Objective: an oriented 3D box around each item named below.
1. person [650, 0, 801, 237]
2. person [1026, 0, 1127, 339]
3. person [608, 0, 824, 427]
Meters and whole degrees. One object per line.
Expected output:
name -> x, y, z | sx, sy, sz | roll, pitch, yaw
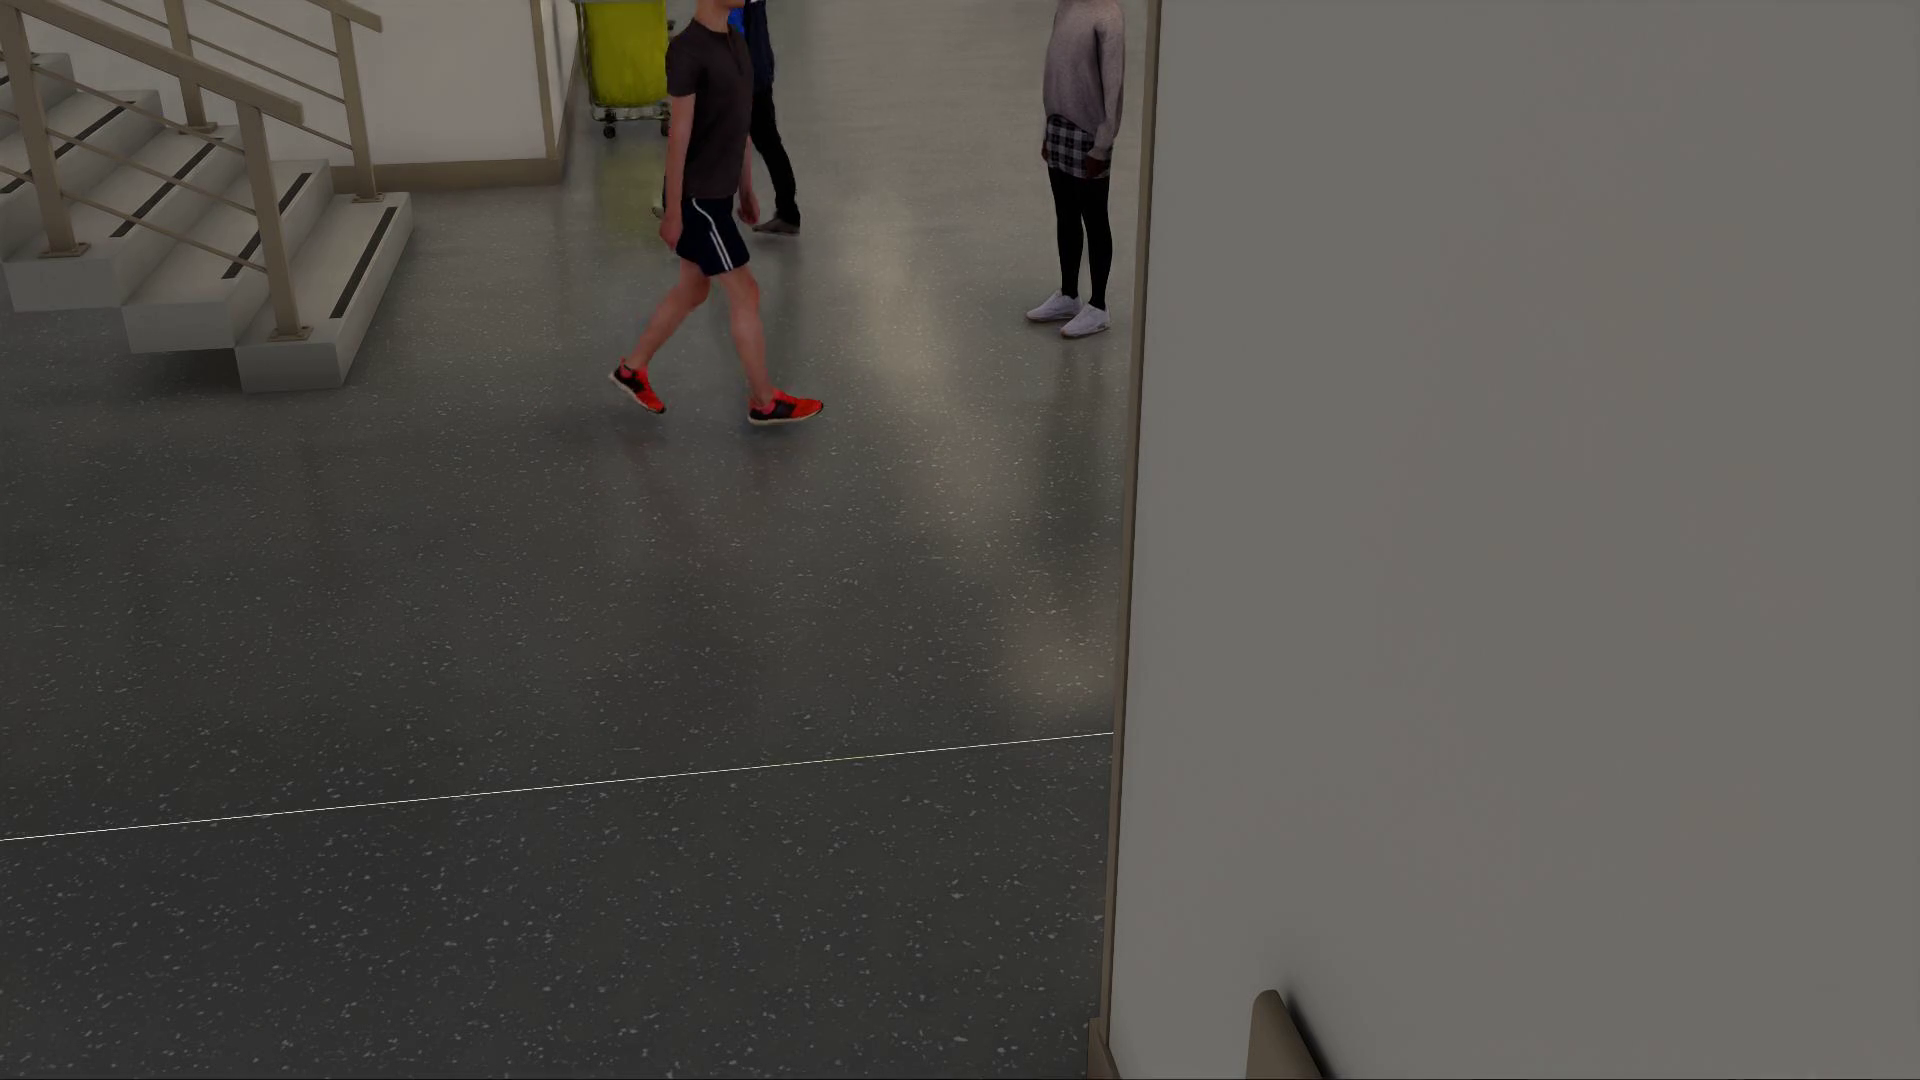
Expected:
person -> -1.051, -2.417, 8.714 | 1.139, 1.728, 0.913 | 5, 26, 11
person -> 0.554, -1.808, 7.399 | 0.669, 1.773, 0.686 | -15, 30, -29
person -> -1.042, -1.289, 6.276 | 1.204, 1.814, 0.899 | 7, 27, 15
